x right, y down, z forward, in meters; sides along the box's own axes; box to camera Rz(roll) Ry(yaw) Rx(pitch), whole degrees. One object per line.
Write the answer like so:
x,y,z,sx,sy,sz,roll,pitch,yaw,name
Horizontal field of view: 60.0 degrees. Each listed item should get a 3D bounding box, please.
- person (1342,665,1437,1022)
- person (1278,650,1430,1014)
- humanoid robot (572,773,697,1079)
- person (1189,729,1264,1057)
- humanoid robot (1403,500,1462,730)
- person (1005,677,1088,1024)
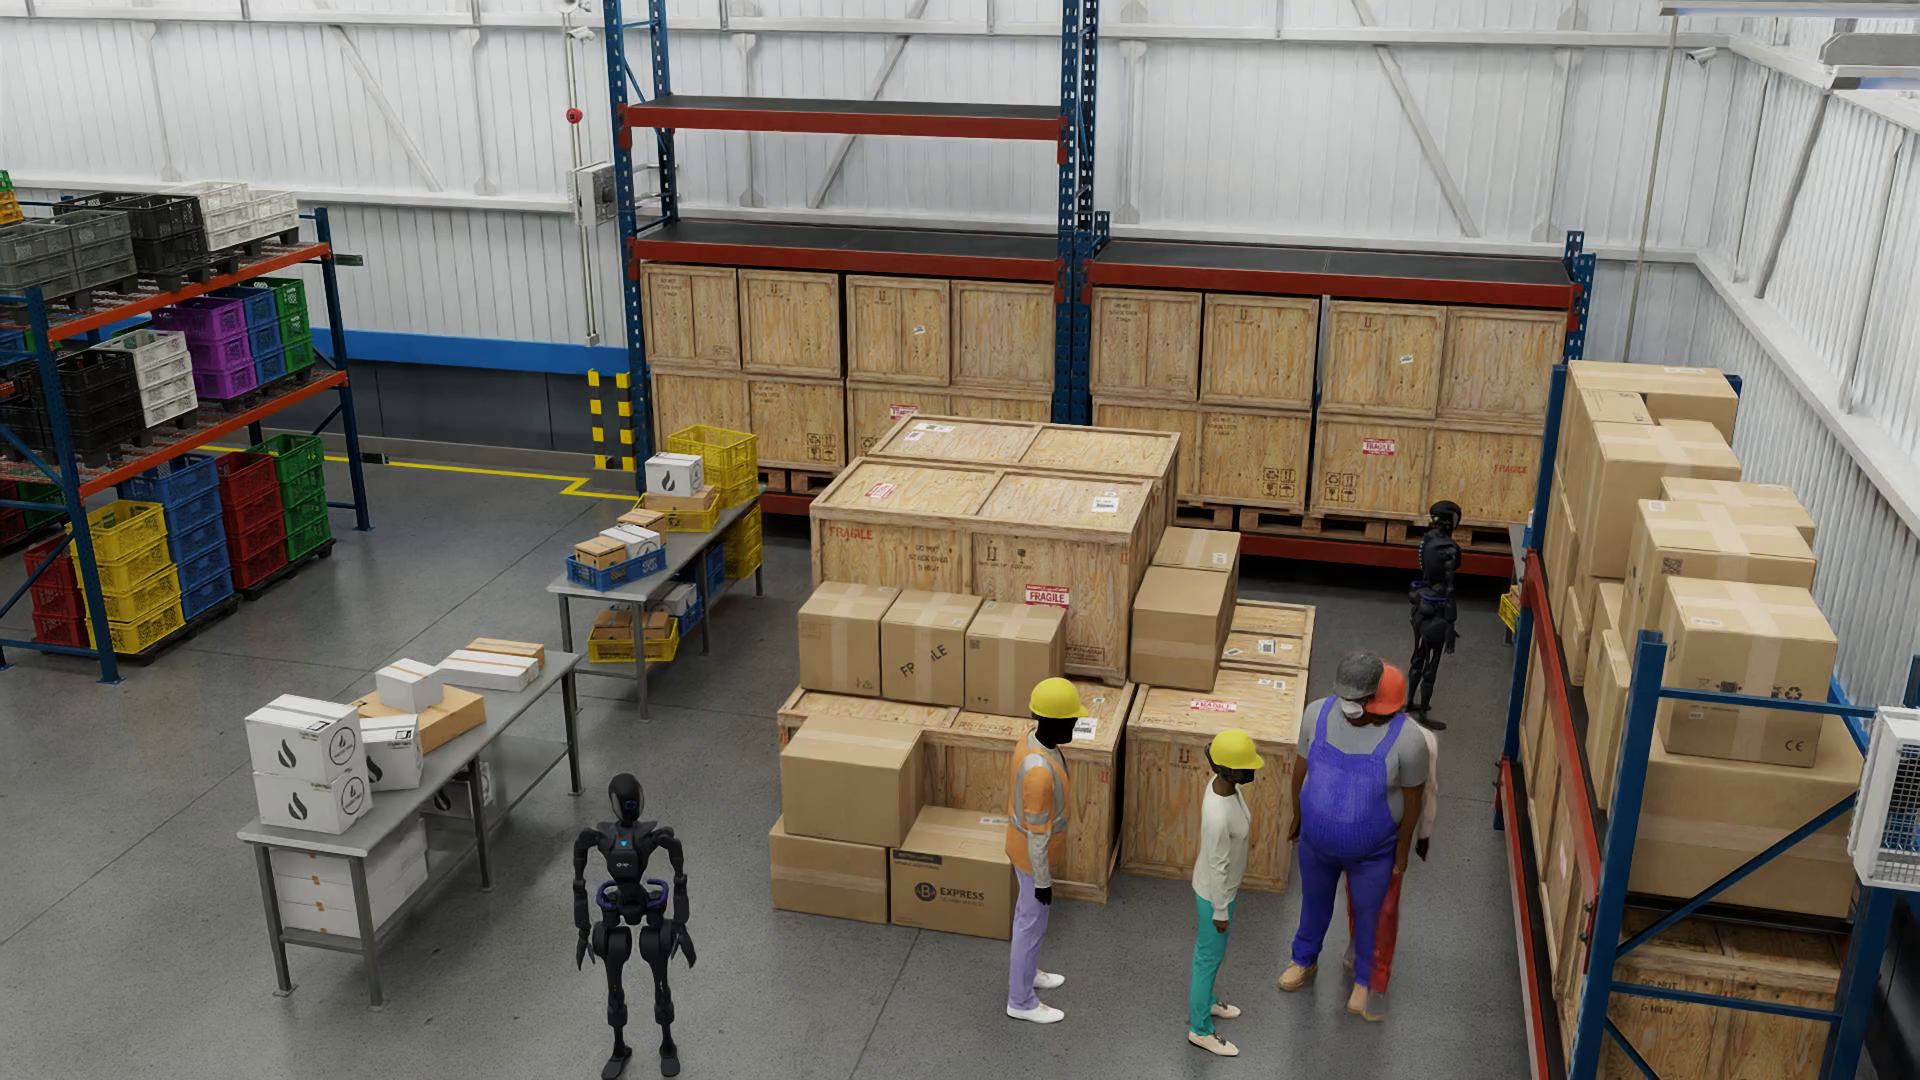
2.147,1.520,8.731,0.615,1.942,0.877,10,23,25,person
2.007,1.507,8.625,0.687,2.000,0.537,13,25,31,person
-1.589,1.889,8.107,0.596,1.660,0.323,-1,21,-4,humanoid robot
1.328,1.746,8.379,0.309,1.768,0.532,4,21,11,person
3.353,0.506,11.730,0.327,1.657,0.590,-2,21,-4,humanoid robot
0.438,1.591,8.581,0.404,1.919,0.588,1,21,4,person
